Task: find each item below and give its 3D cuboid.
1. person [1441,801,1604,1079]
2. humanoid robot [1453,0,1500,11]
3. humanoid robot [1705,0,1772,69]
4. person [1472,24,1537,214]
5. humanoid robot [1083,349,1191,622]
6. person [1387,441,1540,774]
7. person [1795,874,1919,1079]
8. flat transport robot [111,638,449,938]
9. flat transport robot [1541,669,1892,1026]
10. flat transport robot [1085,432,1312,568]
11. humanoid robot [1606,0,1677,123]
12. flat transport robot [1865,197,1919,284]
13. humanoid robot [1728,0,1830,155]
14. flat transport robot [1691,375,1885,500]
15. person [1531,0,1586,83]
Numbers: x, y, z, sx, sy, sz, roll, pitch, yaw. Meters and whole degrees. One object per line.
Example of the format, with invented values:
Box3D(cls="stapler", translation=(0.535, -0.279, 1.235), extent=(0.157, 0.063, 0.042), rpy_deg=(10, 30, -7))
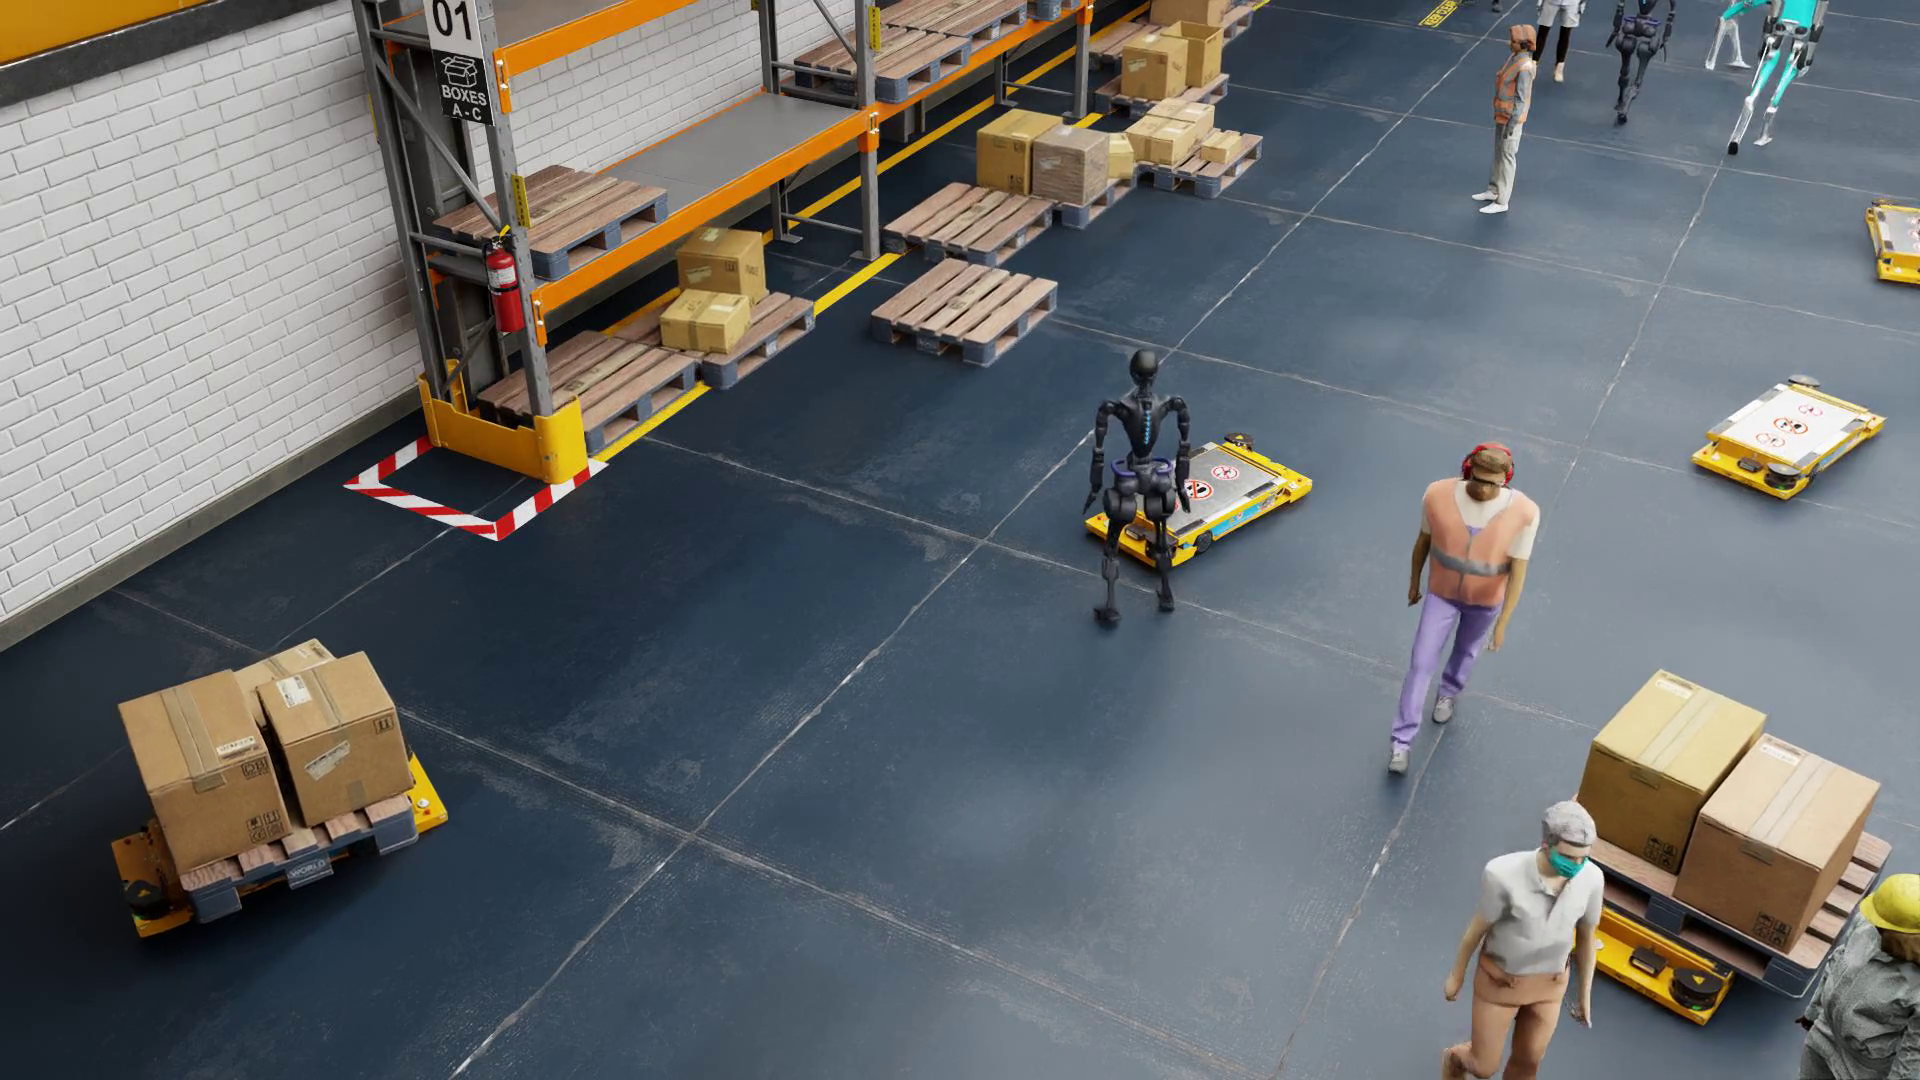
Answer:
Box3D(cls="person", translation=(2.116, 1.675, 6.283), extent=(0.514, 1.732, 0.443), rpy_deg=(-2, 34, -3))
Box3D(cls="humanoid robot", translation=(6.272, -7.110, 19.623), extent=(0.601, 1.636, 0.389), rpy_deg=(23, 40, 31))
Box3D(cls="humanoid robot", translation=(8.420, -5.885, 17.733), extent=(0.577, 1.782, 0.821), rpy_deg=(-15, 36, -22))
Box3D(cls="person", translation=(4.762, -3.655, 14.435), extent=(0.305, 1.637, 0.511), rpy_deg=(2, 34, 4))
Box3D(cls="humanoid robot", translation=(1.011, -0.285, 9.307), extent=(0.613, 1.632, 0.399), rpy_deg=(-5, 34, -7))
Box3D(cls="person", translation=(2.487, 0.327, 8.266), extent=(0.555, 1.788, 0.971), rpy_deg=(11, 35, 17))
Box3D(cls="person", translation=(3.209, 1.855, 6.010), extent=(0.308, 1.736, 0.483), rpy_deg=(-5, 34, -7))
Box3D(cls="flat transport robot", translation=(-3.293, 1.383, 8.056), extent=(1.431, 0.231, 0.659), rpy_deg=(-20, 38, -27))
Box3D(cls="flat transport robot", translation=(3.430, 1.618, 7.700), extent=(0.659, 0.231, 1.431), rpy_deg=(27, 42, 35))
Box3D(cls="flat transport robot", translation=(1.528, -0.259, 10.540), extent=(1.431, 0.231, 0.659), rpy_deg=(-26, 41, -34))
Box3D(cls="humanoid robot", translation=(6.717, -4.996, 16.468), extent=(0.609, 1.641, 0.736), rpy_deg=(21, 39, 28))
Box3D(cls="flat transport robot", translation=(8.002, -2.480, 13.901), extent=(0.659, 0.231, 1.431), rpy_deg=(11, 35, 16))
Box3D(cls="humanoid robot", translation=(7.625, -4.481, 15.635), extent=(0.897, 1.808, 0.549), rpy_deg=(-28, 42, -35))
Box3D(cls="flat transport robot", translation=(5.605, -0.707, 11.217), extent=(1.431, 0.231, 0.659), rpy_deg=(-26, 42, -34))
Box3D(cls="person", translation=(6.296, -5.650, 17.403), extent=(0.535, 1.698, 0.320), rpy_deg=(9, 35, 14))
